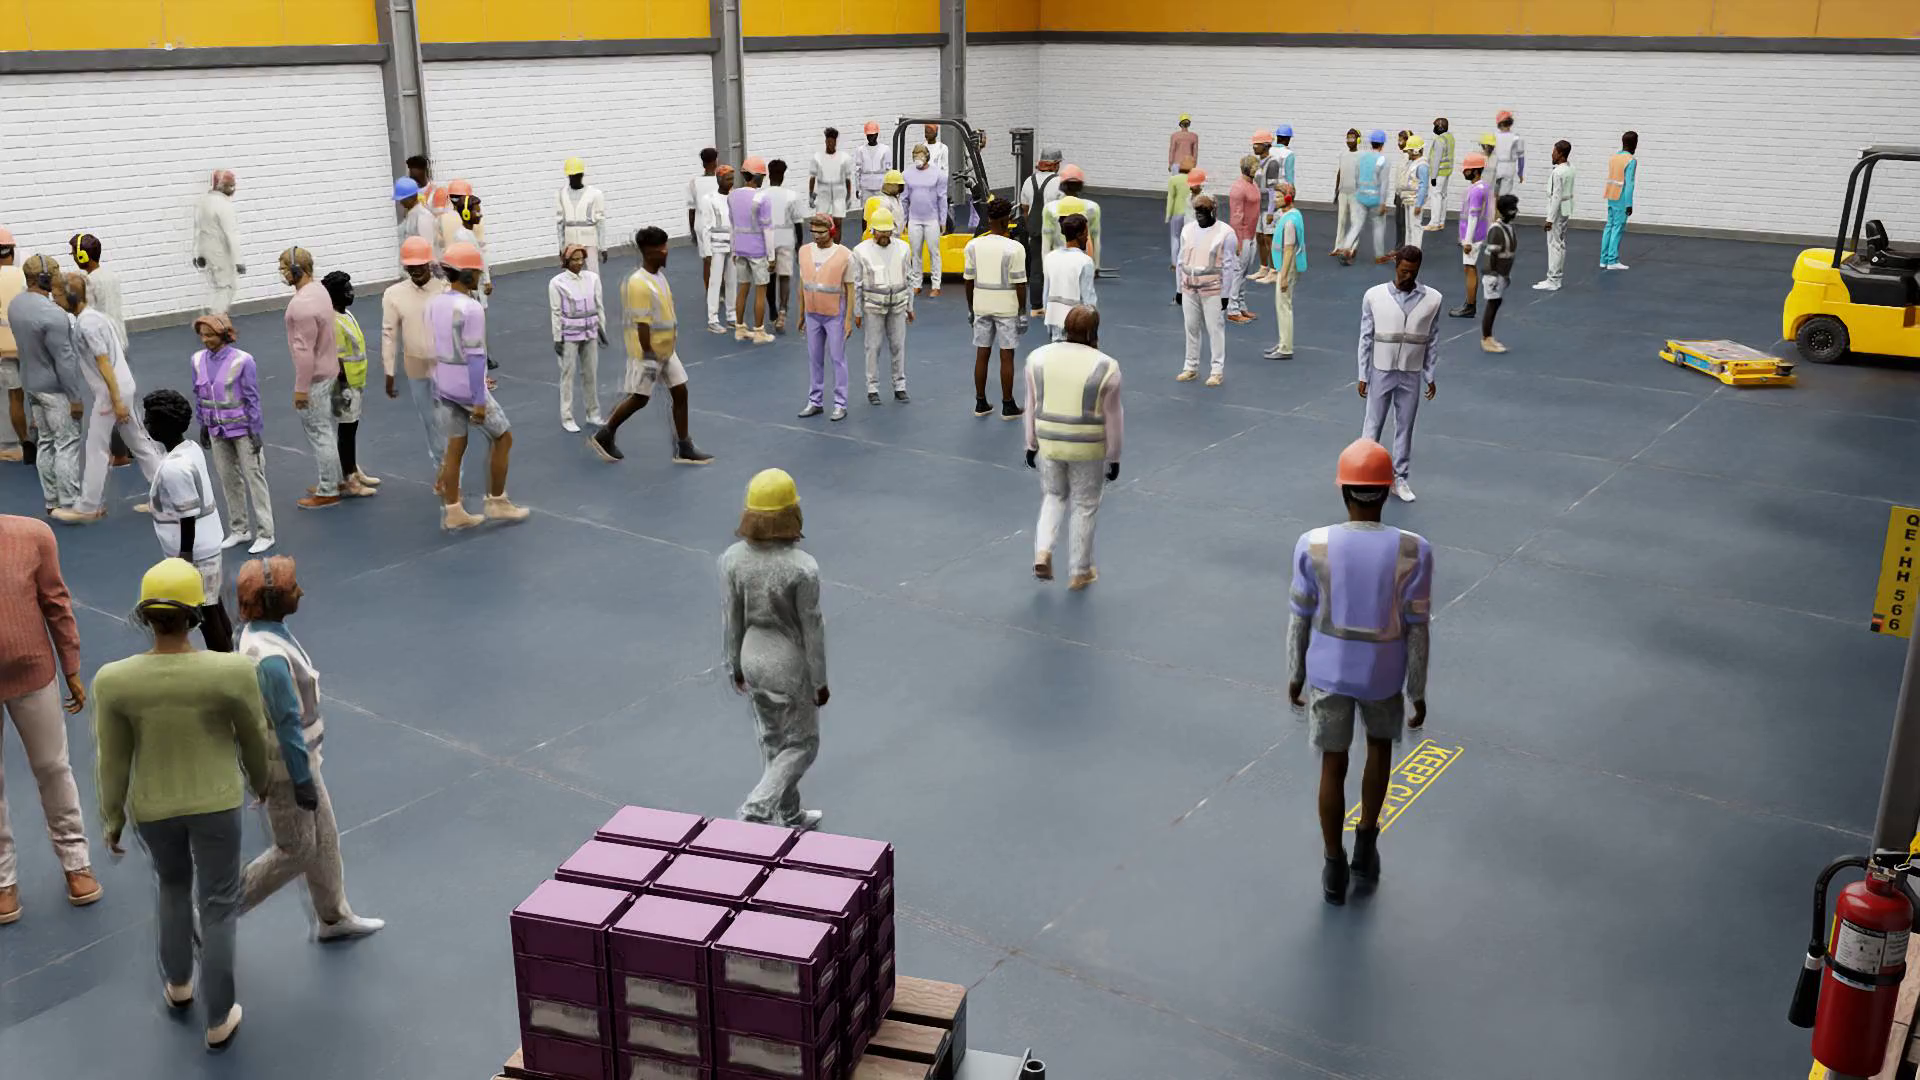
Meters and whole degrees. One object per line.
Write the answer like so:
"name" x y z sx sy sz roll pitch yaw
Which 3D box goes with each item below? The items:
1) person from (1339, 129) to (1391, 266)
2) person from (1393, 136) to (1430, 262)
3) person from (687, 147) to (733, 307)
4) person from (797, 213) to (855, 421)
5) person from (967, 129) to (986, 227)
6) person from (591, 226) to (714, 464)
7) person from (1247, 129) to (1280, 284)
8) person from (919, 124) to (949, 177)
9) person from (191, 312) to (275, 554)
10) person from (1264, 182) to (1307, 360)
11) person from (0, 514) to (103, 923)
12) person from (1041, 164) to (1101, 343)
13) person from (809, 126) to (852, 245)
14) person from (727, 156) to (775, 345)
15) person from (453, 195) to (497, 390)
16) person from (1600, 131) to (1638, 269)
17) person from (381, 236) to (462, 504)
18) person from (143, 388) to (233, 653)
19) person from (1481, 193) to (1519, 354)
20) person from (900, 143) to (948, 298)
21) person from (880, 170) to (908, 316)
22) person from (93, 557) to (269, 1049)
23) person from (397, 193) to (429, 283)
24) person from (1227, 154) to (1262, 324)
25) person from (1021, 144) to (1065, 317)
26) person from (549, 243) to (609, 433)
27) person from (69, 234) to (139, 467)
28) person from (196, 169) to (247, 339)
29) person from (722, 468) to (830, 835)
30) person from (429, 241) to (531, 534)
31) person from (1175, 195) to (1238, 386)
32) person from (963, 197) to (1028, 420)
"person" 5.809 -4.844 23.618 0.886 1.923 0.639 -14 23 -38
"person" 6.470 -4.839 23.747 0.404 1.822 0.591 0 18 0
"person" -2.997 -3.797 20.275 0.651 1.947 0.462 4 18 12
"person" -1.185 -1.987 14.799 0.563 1.838 0.389 8 20 25
"person" 0.266 -5.055 24.336 0.325 1.876 0.521 -5 18 -16
"person" -2.513 -1.533 13.245 0.954 1.929 0.606 4 18 12
"person" 4.026 -4.426 22.128 0.441 2.033 0.611 -3 18 -9
"person" -0.442 -5.447 25.553 0.576 1.882 0.355 12 21 33
"person" -4.890 -0.722 11.178 0.518 1.631 0.320 6 19 17
"person" 3.421 -2.796 17.338 0.389 1.834 0.573 4 18 11
"person" -3.818 0.567 6.591 0.624 1.980 0.411 -12 22 -34
"person" 1.149 -2.889 17.337 0.623 2.020 0.784 1 18 2
"person" -1.864 -4.999 24.052 0.626 1.943 0.617 -2 18 -5
"person" -2.243 -3.150 18.138 0.615 2.029 0.409 13 22 34
"person" -4.681 -2.368 15.964 0.329 1.860 0.537 -5 18 -14
"person" 9.282 -4.779 23.422 0.397 1.911 0.587 -2 18 -6
"person" -3.928 -1.233 12.229 0.642 1.958 0.865 -1 18 -3
"person" -4.006 0.048 8.663 0.317 1.695 0.540 -6 19 -17
"person" 5.756 -2.859 17.765 0.343 1.692 0.576 11 21 31
"person" -0.465 -4.044 21.093 0.636 1.930 0.375 5 18 15
"person" -0.777 -3.482 19.623 0.314 1.740 0.493 5 18 15
"person" -2.713 0.910 5.894 0.530 1.742 0.638 -3 18 -10
"person" -5.702 -2.777 17.496 0.501 1.707 0.606 12 21 33
"person" 3.322 -3.509 19.396 0.373 1.940 0.628 9 20 25
"person" 1.083 -3.635 19.626 0.676 2.000 0.536 15 23 40
"person" -3.306 -1.754 14.408 0.314 1.631 0.521 15 23 39
"person" -6.831 -1.508 13.280 0.345 1.857 0.524 1 18 2
"person" -8.137 -3.121 18.300 0.535 1.867 0.665 -14 22 -36
"person" -0.804 0.549 7.034 0.494 1.724 0.641 12 21 32
"person" -3.377 -1.066 11.618 0.627 2.014 0.750 16 23 40
"person" 2.362 -2.426 16.182 0.623 1.835 0.429 15 23 38
"person" 0.332 -2.053 14.797 0.613 1.965 0.361 10 20 27
